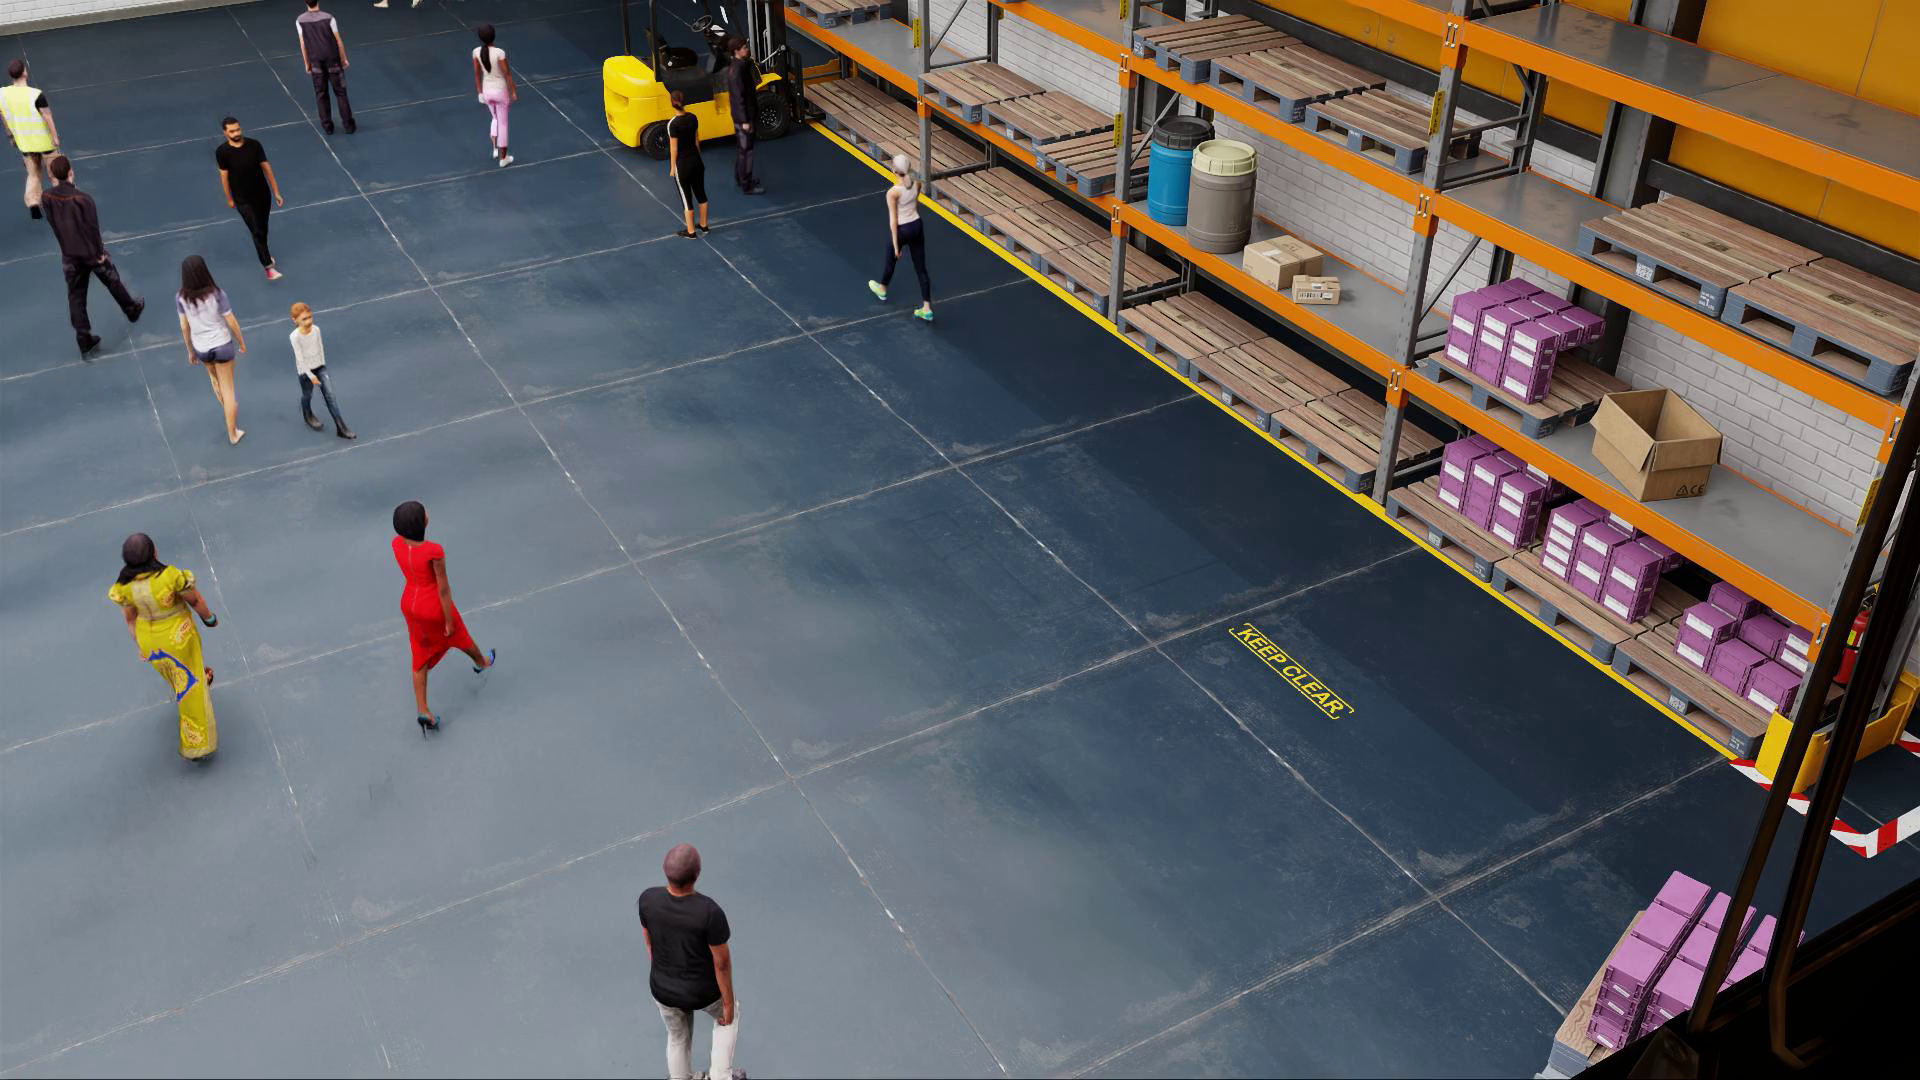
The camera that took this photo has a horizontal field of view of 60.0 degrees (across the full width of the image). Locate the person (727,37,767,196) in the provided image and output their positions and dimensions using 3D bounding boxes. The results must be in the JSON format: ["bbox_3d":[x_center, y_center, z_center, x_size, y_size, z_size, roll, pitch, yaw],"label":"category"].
[{"bbox_3d":[-2.562,-4.990,19.529,0.873,1.842,0.722,-3,34,-4],"label":"person"}]

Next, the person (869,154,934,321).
[{"bbox_3d":[-0.473,-2.996,16.701,0.723,1.652,1.210,-23,40,-31],"label":"person"}]

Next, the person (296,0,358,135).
[{"bbox_3d":[-8.092,-6.096,21.188,0.741,1.849,0.694,-5,34,-8],"label":"person"}]

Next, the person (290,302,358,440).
[{"bbox_3d":[-5.817,-1.508,14.797,0.958,1.281,0.692,22,39,29],"label":"person"}]

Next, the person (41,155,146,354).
[{"bbox_3d":[-8.534,-2.728,16.115,1.124,1.856,1.349,1,34,1],"label":"person"}]

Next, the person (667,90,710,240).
[{"bbox_3d":[-3.020,-4.174,18.459,0.623,1.668,0.643,25,41,32],"label":"person"}]

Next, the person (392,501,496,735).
[{"bbox_3d":[-3.662,0.558,11.309,1.078,1.703,1.127,9,35,14],"label":"person"}]

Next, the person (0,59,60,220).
[{"bbox_3d":[-10.459,-4.477,18.770,0.938,1.830,1.095,-3,34,-5],"label":"person"}]

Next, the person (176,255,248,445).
[{"bbox_3d":[-6.569,-1.635,14.604,0.810,1.707,0.984,-4,34,-6],"label":"person"}]

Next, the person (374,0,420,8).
[{"bbox_3d":[-8.852,-9.057,25.854,0.882,1.615,1.013,-4,34,-5],"label":"person"}]

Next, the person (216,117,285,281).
[{"bbox_3d":[-7.531,-3.660,17.649,0.783,1.709,1.201,-26,42,-34],"label":"person"}]

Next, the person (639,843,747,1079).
[{"bbox_3d":[-1.423,2.357,8.525,0.797,1.788,0.851,6,34,9],"label":"person"}]

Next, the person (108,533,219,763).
[{"bbox_3d":[-5.283,0.750,11.107,1.092,1.606,1.340,-2,34,-3],"label":"person"}]

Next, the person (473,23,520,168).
[{"bbox_3d":[-5.679,-5.367,20.198,0.692,1.730,0.755,10,35,14],"label":"person"}]
